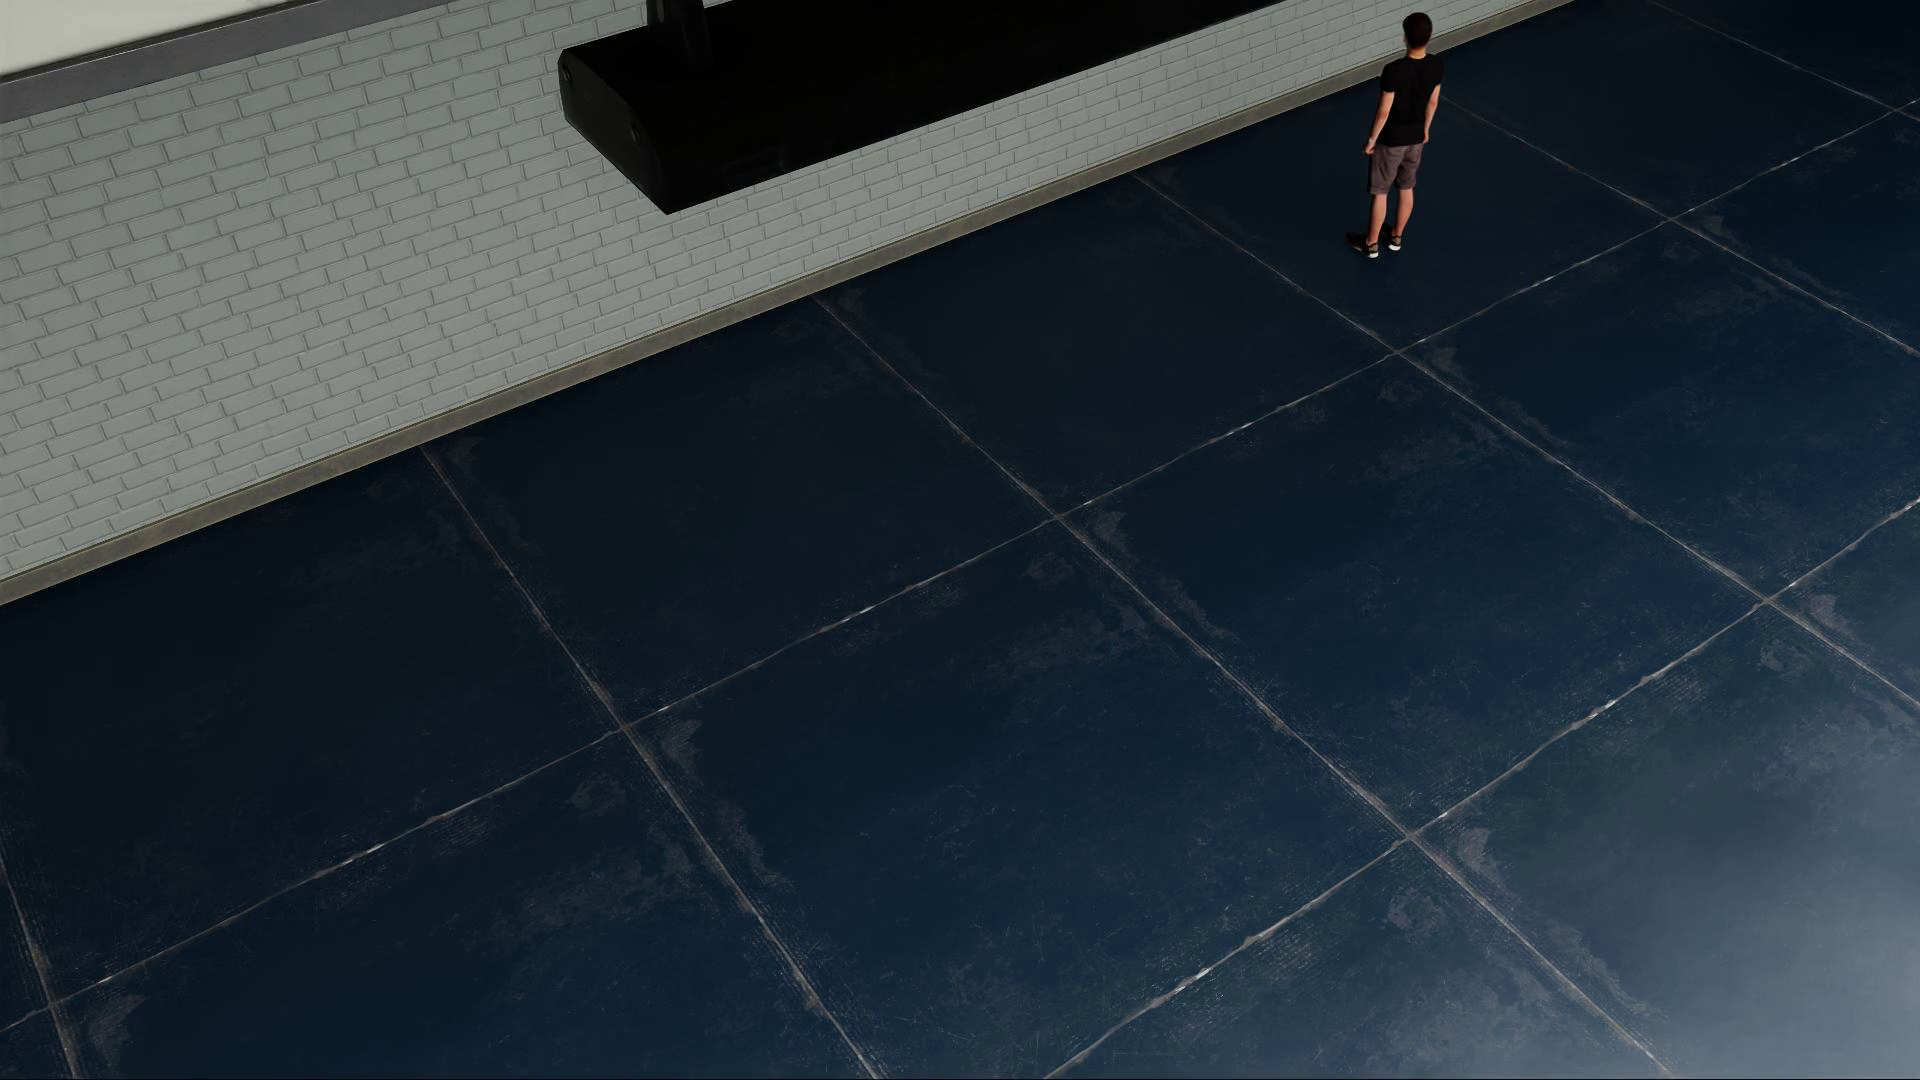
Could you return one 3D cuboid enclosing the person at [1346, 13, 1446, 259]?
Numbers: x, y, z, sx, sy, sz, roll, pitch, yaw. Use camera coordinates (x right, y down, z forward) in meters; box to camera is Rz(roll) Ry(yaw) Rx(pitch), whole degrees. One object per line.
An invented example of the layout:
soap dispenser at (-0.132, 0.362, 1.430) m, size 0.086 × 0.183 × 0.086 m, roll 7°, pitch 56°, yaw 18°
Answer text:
person at (3.170, -2.903, 11.989) m, size 0.739 × 1.857 × 0.675 m, roll -14°, pitch 45°, yaw -15°
